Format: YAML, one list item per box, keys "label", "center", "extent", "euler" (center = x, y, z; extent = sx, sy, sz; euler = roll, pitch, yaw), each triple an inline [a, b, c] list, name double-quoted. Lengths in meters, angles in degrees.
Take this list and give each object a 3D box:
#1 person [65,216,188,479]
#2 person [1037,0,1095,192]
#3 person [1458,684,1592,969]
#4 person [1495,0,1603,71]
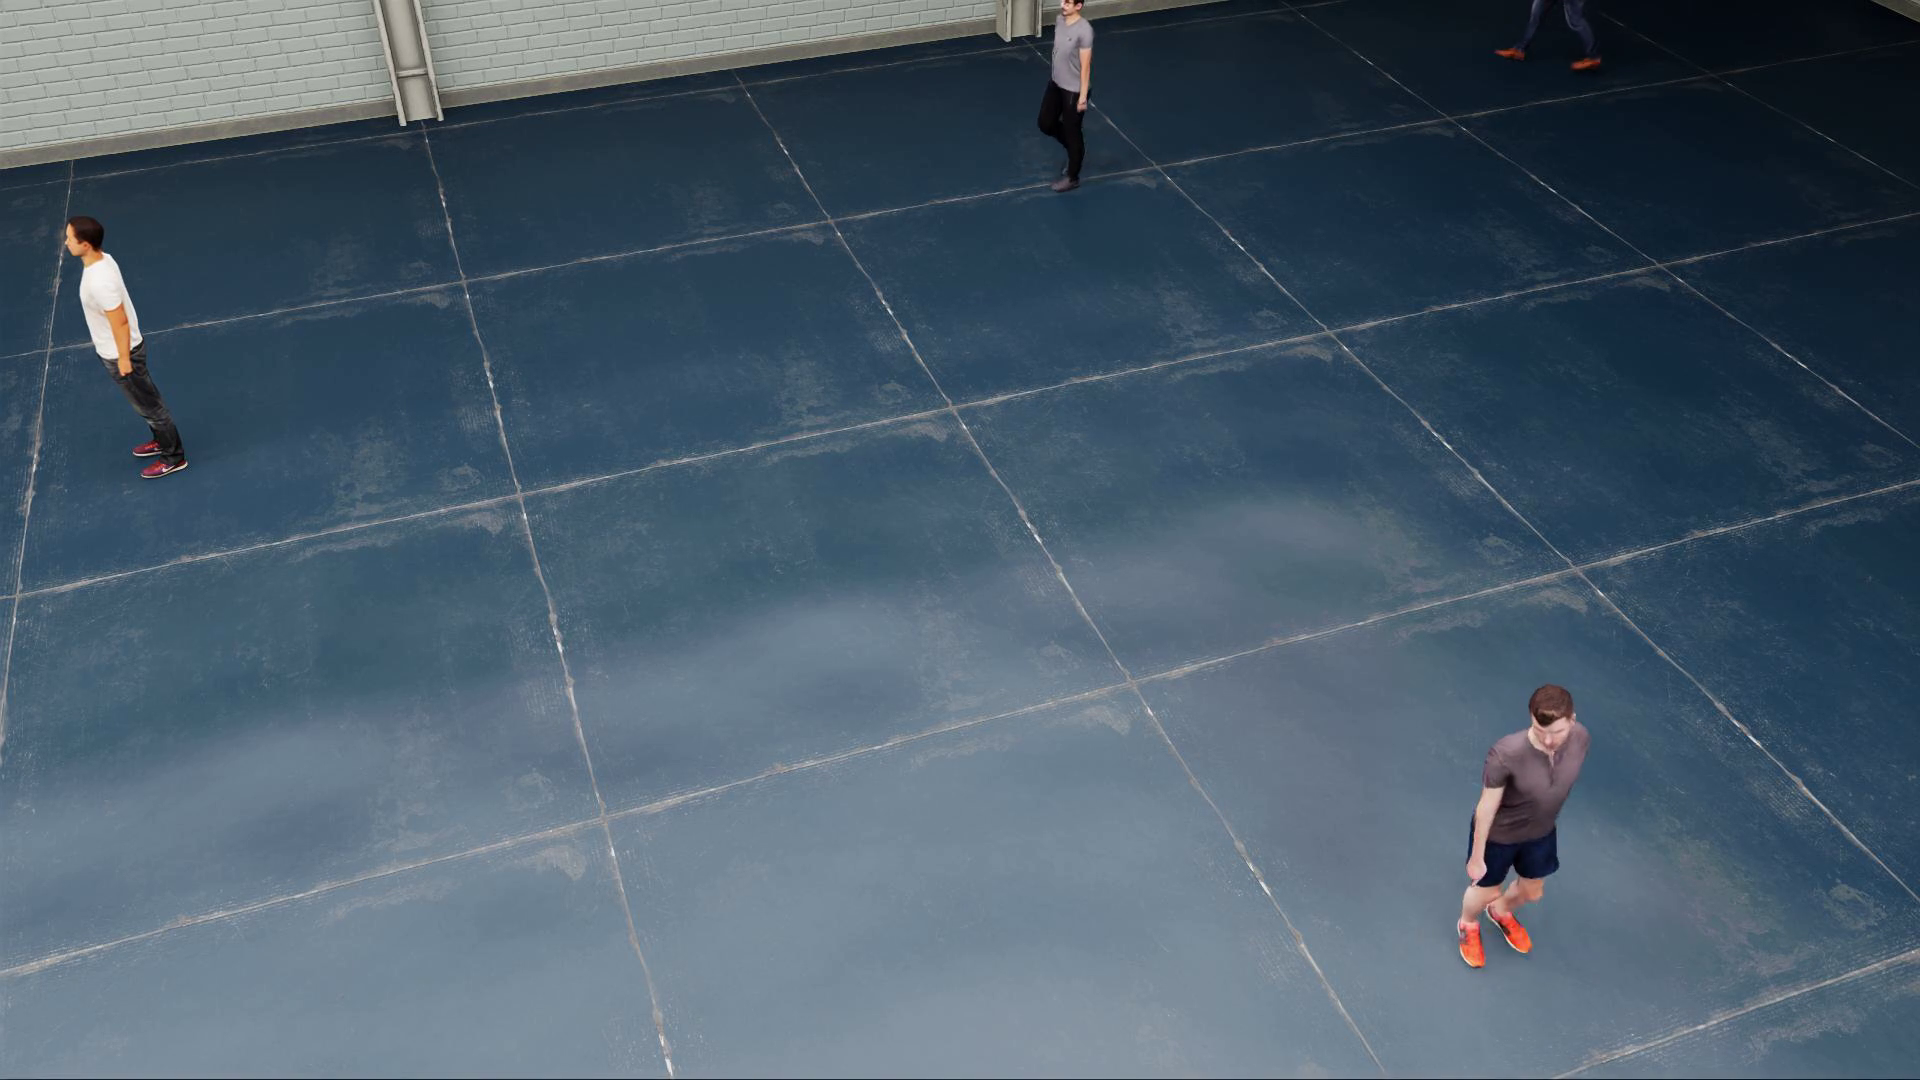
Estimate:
- label: "person"
  center: [-5.317, -1.238, 10.580]
  extent: [0.578, 1.804, 0.673]
  euler: [-19, 42, -22]
- label: "person"
  center: [0.981, -3.795, 13.898]
  extent: [0.783, 1.743, 0.730]
  euler: [-23, 44, -27]
- label: "person"
  center: [2.463, 1.239, 7.401]
  extent: [0.621, 1.821, 0.787]
  euler: [-18, 41, -21]
- label: "person"
  center: [5.885, -5.303, 15.799]
  extent: [1.339, 1.776, 1.142]
  euler: [9, 39, 11]
